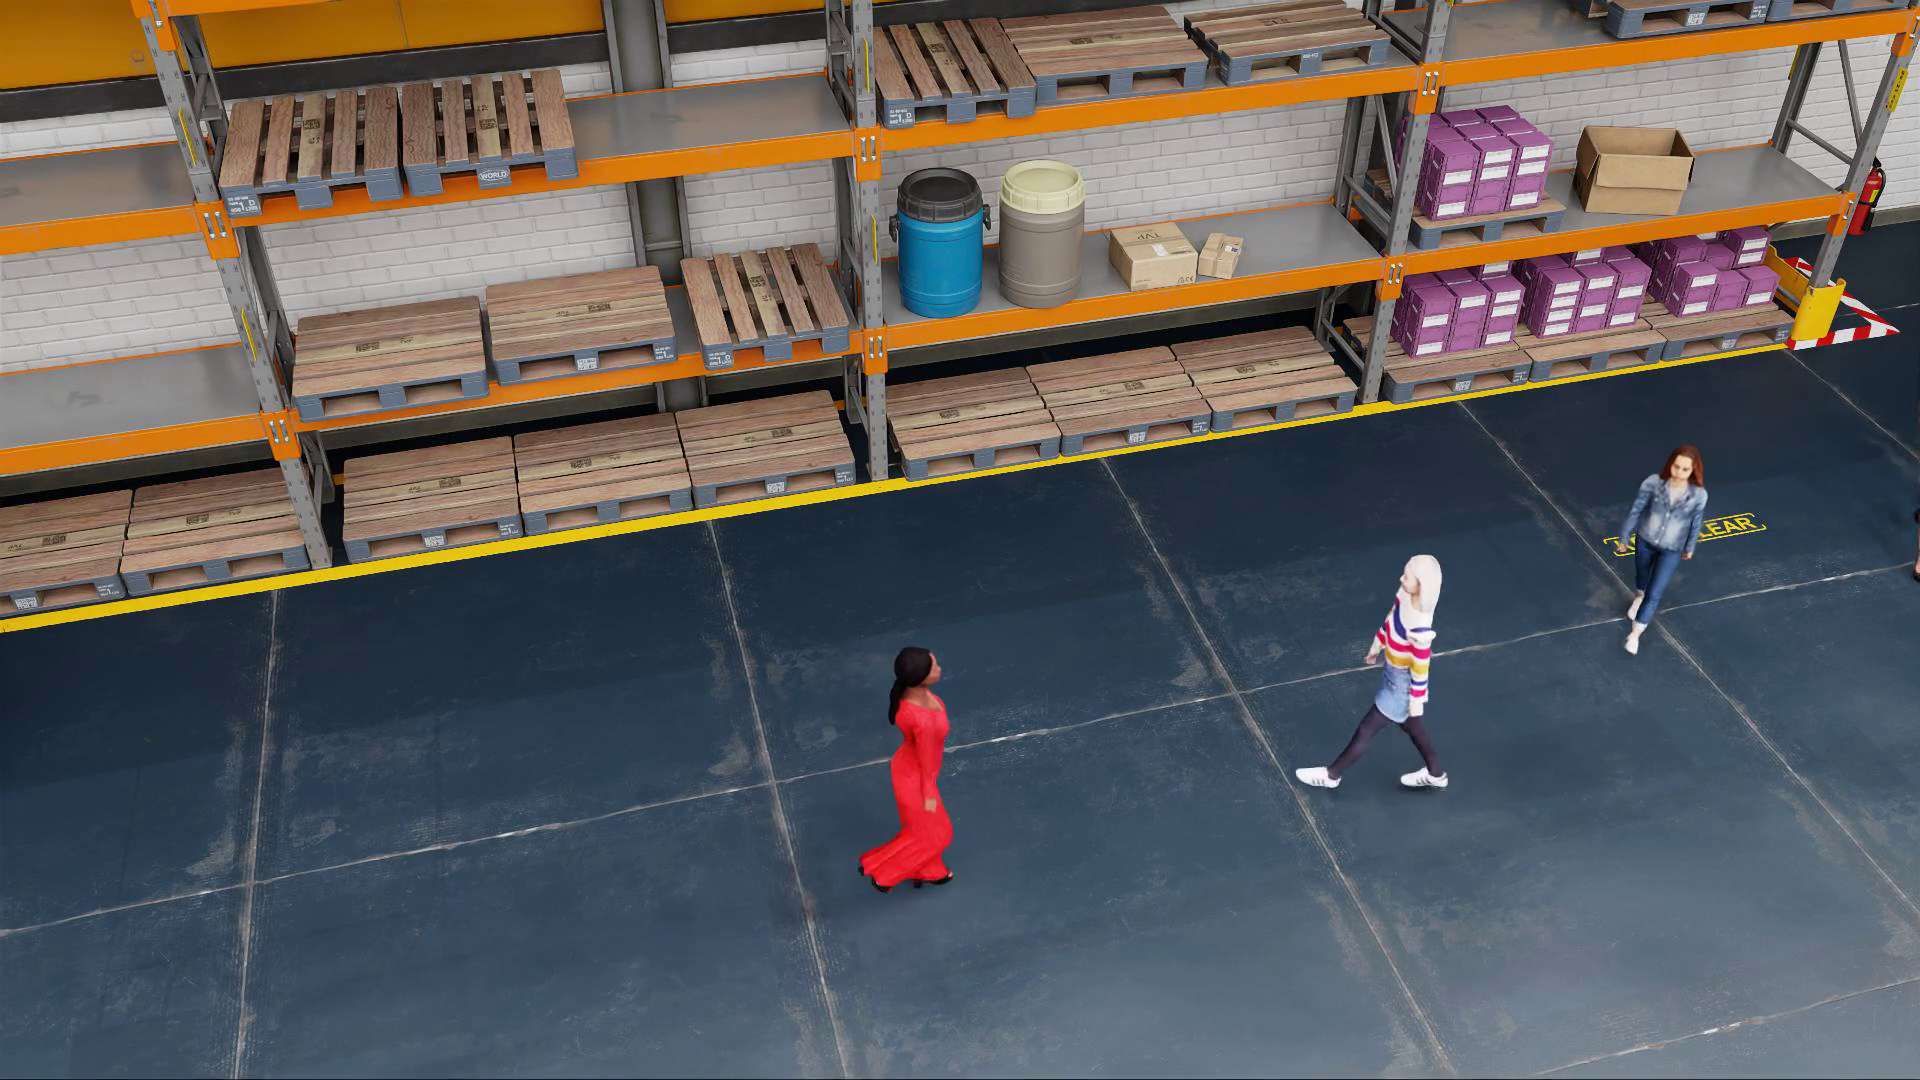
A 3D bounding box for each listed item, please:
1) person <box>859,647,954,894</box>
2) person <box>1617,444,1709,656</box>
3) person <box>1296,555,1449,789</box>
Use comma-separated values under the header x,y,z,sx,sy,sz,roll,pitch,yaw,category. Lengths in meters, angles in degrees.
x,y,z,sx,sy,sz,roll,pitch,yaw,category
-0.301,1.285,8.856,0.770,1.772,0.648,-6,39,-8,person
4.535,-0.023,10.745,0.961,1.448,1.037,21,43,24,person
2.598,0.815,9.445,1.230,1.761,0.945,4,39,5,person
